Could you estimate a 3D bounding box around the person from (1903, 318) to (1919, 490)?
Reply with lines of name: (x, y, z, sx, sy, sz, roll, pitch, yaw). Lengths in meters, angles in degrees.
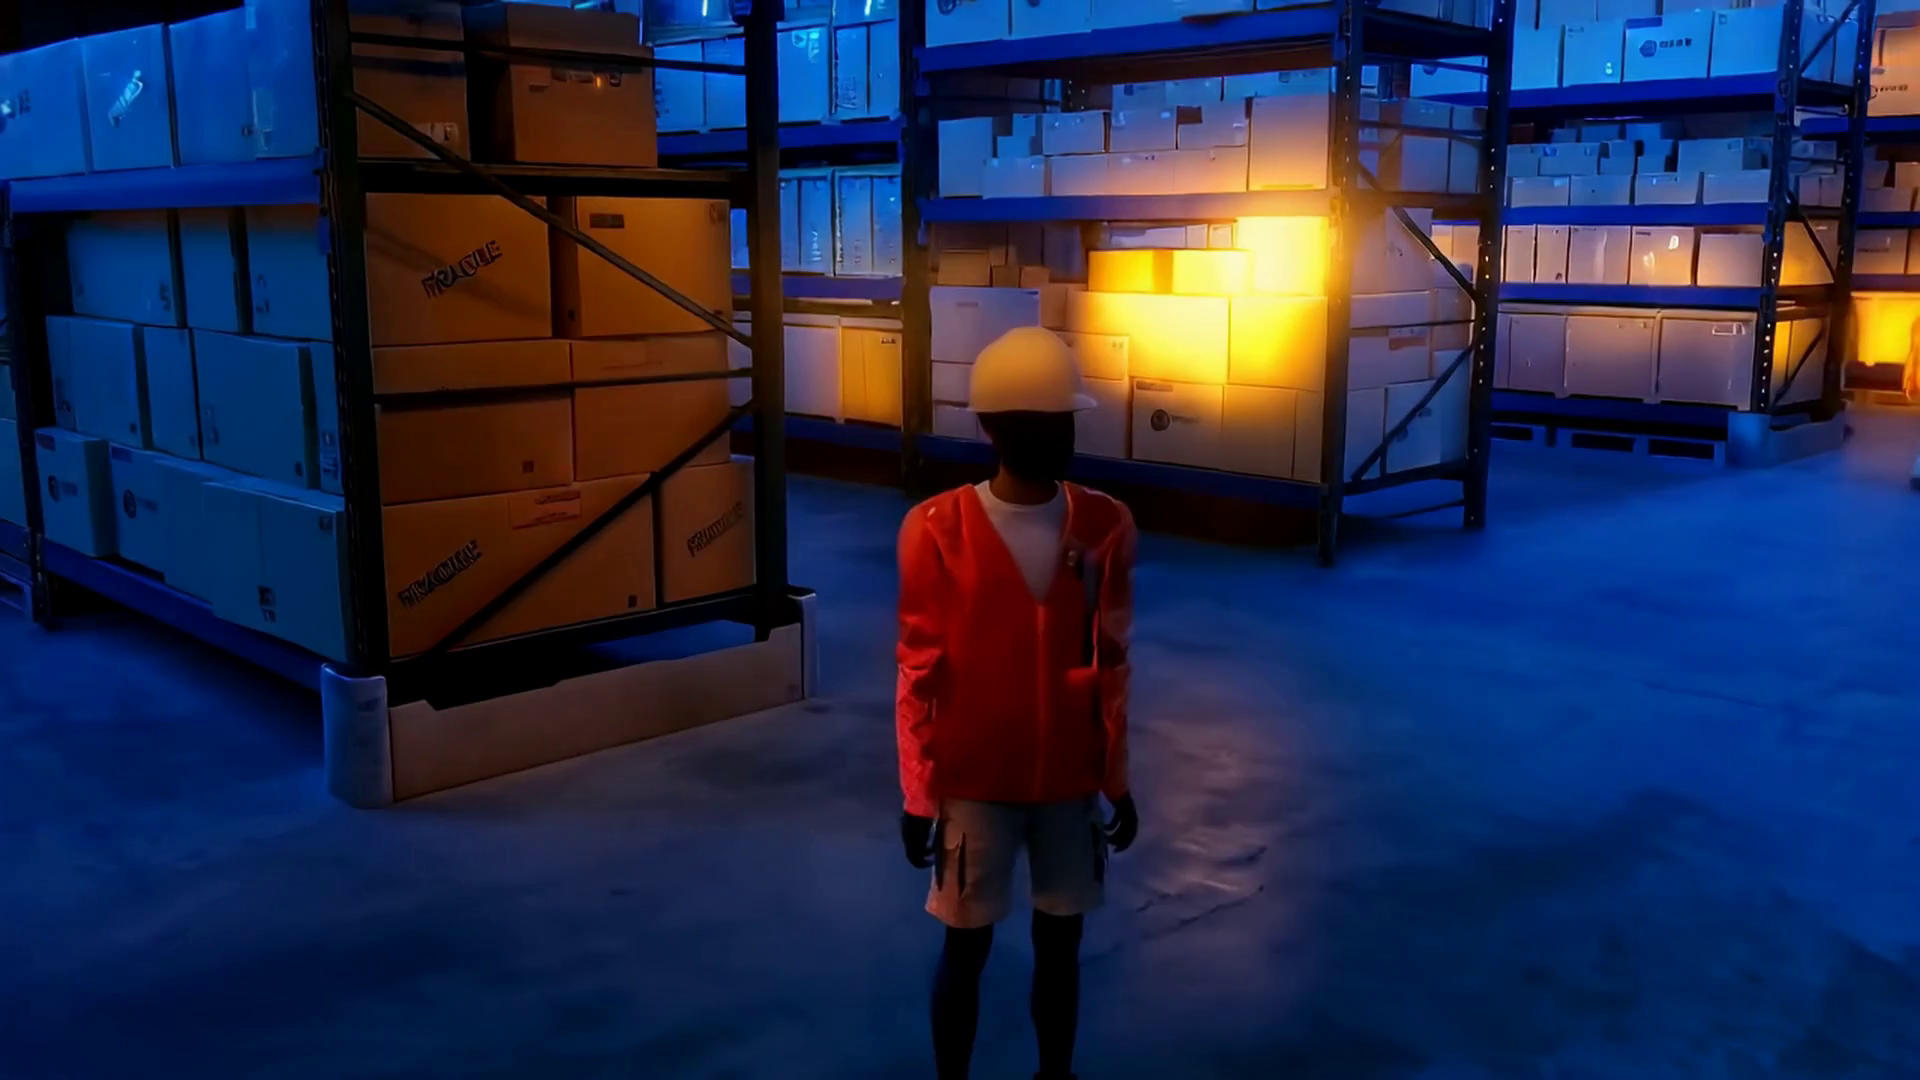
person: (8.274, -1.300, 13.963, 0.954, 1.784, 0.602, -7, 13, -34)

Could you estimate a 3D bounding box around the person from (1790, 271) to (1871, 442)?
person: (9.167, -1.941, 17.458, 0.647, 1.792, 0.938, -6, 12, -30)

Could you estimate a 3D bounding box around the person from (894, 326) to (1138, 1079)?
person: (0.135, 0.509, 3.633, 0.551, 1.941, 0.340, -3, 11, -16)
